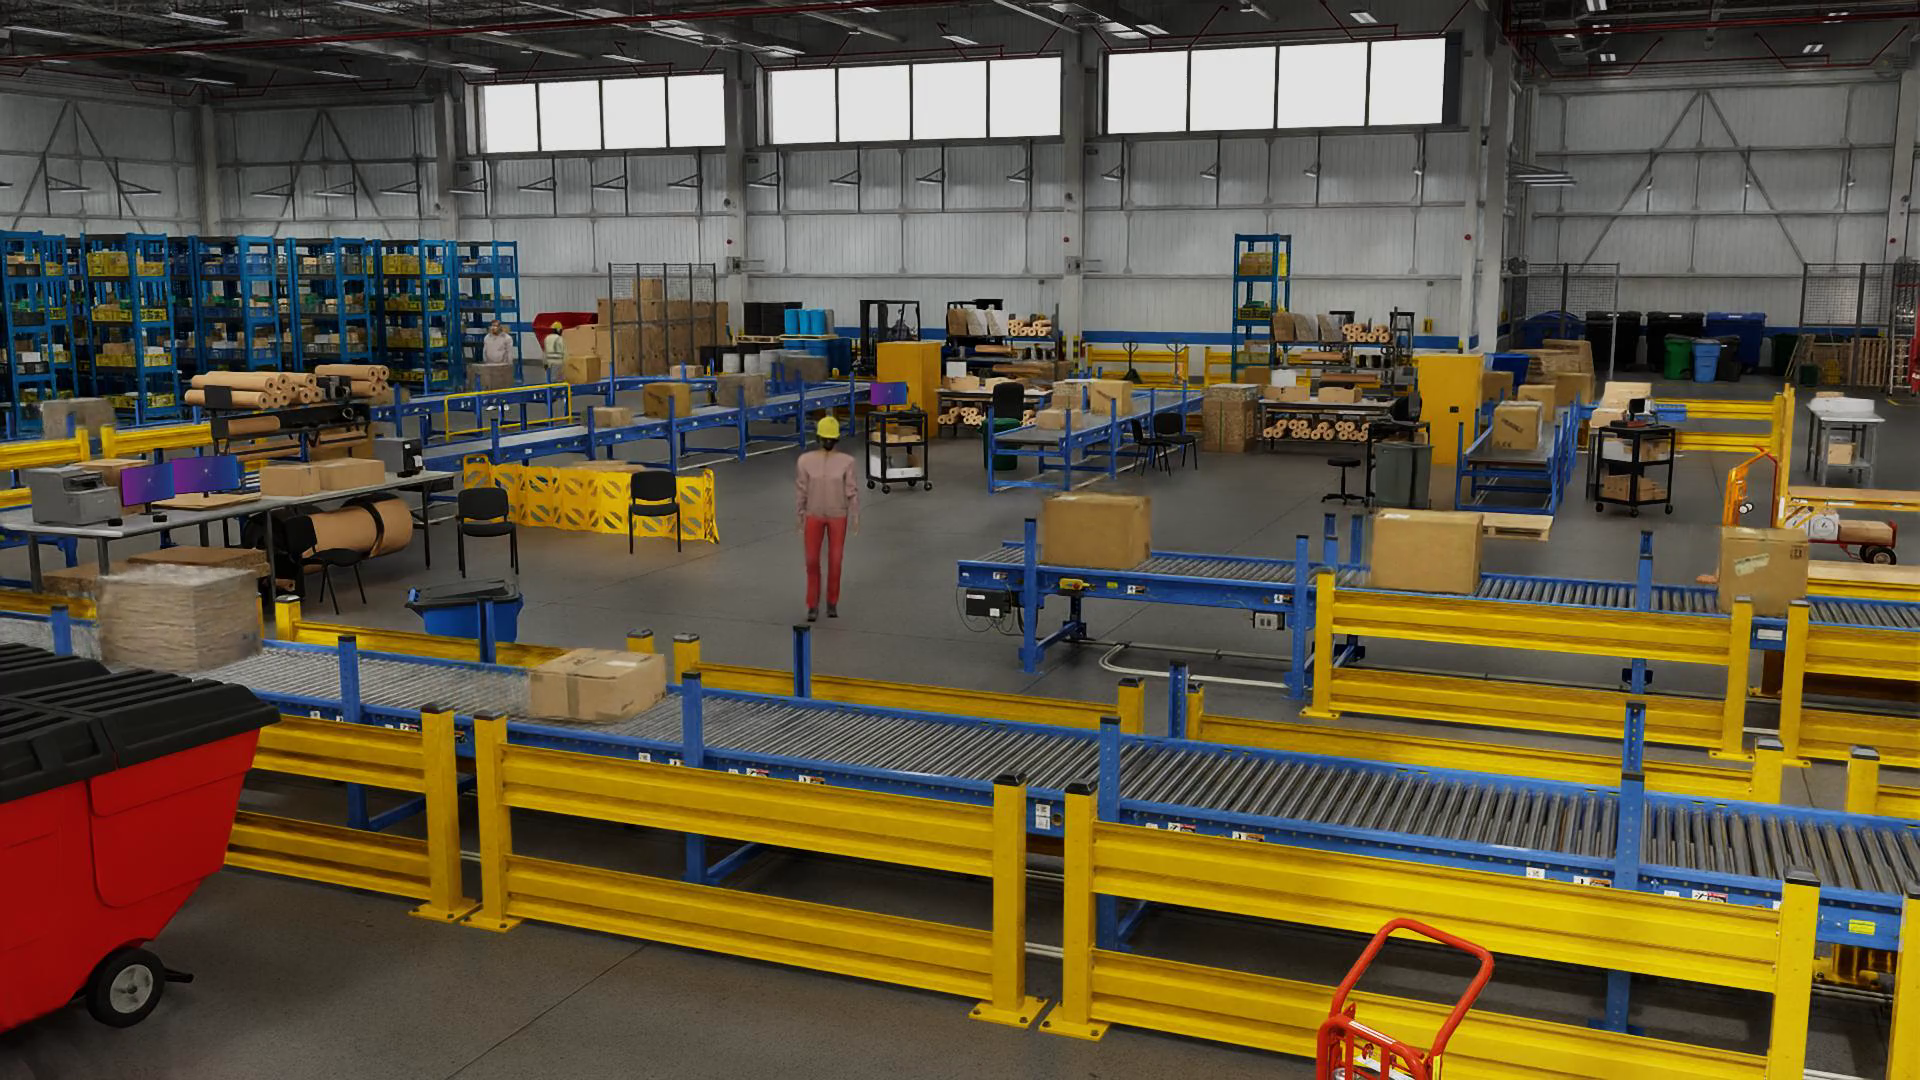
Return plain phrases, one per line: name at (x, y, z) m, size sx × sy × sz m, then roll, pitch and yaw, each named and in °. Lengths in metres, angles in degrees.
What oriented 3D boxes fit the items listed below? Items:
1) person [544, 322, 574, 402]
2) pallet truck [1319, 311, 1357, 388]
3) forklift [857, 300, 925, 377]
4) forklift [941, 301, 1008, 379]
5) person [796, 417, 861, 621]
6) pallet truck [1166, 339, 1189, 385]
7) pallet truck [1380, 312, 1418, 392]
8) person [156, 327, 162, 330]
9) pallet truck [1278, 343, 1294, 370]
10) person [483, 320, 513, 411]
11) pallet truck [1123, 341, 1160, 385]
person at (-8.928, -3.970, 37.109) m, size 0.624 × 1.779 × 0.929 m, roll 7°, pitch 12°, yaw 38°
pallet truck at (9.071, -4.419, 39.190) m, size 0.823 × 1.965 × 1.885 m, roll 5°, pitch 10°, yaw 26°
forklift at (-1.732, -5.109, 42.468) m, size 1.157 × 1.987 × 2.680 m, roll 4°, pitch 10°, yaw 22°
forklift at (0.365, -4.966, 41.571) m, size 1.157 × 1.987 × 2.680 m, roll 3°, pitch 10°, yaw 20°
person at (-1.123, -0.171, 14.170) m, size 0.553 × 1.743 × 0.668 m, roll -1°, pitch 9°, yaw -5°
pallet truck at (5.418, -4.269, 40.420) m, size 0.704 × 1.261 × 1.522 m, roll 3°, pitch 10°, yaw 20°
pallet truck at (10.207, -4.283, 38.369) m, size 0.823 × 1.965 × 1.885 m, roll 3°, pitch 10°, yaw 20°
person at (-17.891, -4.004, 37.195) m, size 0.573 × 1.831 × 0.405 m, roll -7°, pitch 12°, yaw -35°
pallet truck at (7.886, -4.163, 39.743) m, size 0.653 × 1.274 × 1.630 m, roll 4°, pitch 10°, yaw 22°
person at (-9.685, -3.653, 34.824) m, size 0.637 × 1.911 × 0.403 m, roll 1°, pitch 9°, yaw 7°
pallet truck at (4.445, -4.380, 41.279) m, size 0.680 × 1.201 × 1.601 m, roll 4°, pitch 10°, yaw 22°
